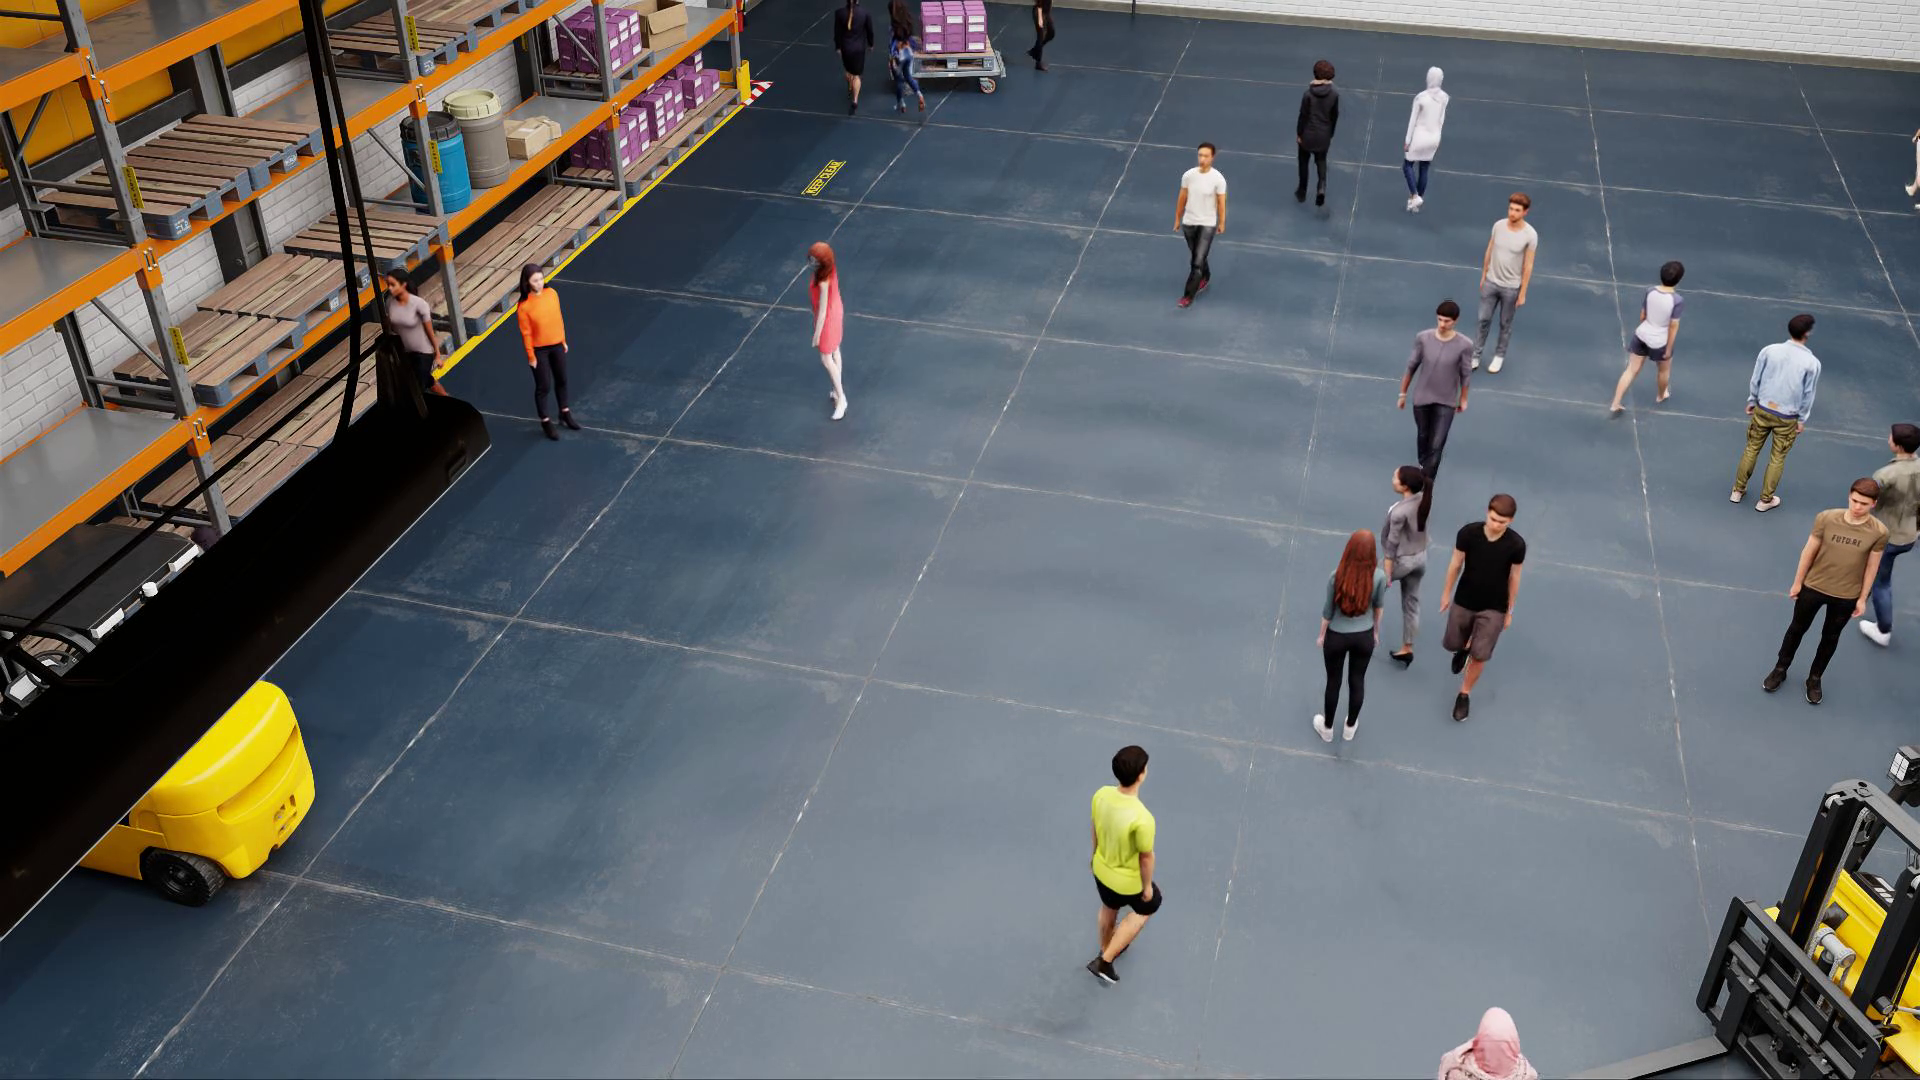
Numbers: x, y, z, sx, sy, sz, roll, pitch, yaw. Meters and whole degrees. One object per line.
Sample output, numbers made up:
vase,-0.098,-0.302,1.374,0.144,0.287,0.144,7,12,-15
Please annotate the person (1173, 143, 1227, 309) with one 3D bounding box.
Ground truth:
person,2.621,-3.430,17.937,0.864,1.762,1.217,18,37,24

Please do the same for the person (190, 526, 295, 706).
person,-5.093,0.646,11.888,0.666,1.669,0.709,7,34,10

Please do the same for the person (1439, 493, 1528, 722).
person,3.812,0.413,12.084,0.817,1.841,1.028,17,37,24

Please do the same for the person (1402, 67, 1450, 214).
person,5.592,-4.737,19.896,0.779,1.770,0.856,-6,34,-9

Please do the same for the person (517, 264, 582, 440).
person,-3.863,-1.772,15.456,0.753,1.746,0.619,23,40,31

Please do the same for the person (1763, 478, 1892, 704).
person,6.379,0.349,12.170,0.720,1.851,0.648,17,37,24

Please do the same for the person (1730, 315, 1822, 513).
person,7.076,-1.107,14.400,0.762,1.809,0.750,28,43,36

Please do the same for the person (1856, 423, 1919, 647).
person,7.151,0.023,12.686,1.029,1.824,1.122,-9,35,-14

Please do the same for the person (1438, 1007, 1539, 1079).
person,2.552,3.036,8.193,0.656,1.780,1.085,10,35,14

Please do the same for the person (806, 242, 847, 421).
person,-1.231,-2.075,15.869,0.816,1.795,0.556,11,35,16

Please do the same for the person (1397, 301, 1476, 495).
person,4.213,-1.280,14.658,0.894,1.810,1.165,18,38,25

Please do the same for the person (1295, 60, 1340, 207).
person,4.326,-4.883,20.121,0.814,1.764,1.023,-2,34,-4

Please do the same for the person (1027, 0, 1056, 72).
person,1.146,-7.773,24.593,0.776,1.626,0.701,18,38,25

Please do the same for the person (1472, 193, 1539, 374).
person,5.429,-2.572,16.522,0.829,1.899,0.890,25,41,33

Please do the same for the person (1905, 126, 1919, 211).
person,11.790,-4.780,20.106,0.700,1.609,1.084,1,34,2

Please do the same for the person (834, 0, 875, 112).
person,-1.478,-6.758,23.065,0.913,1.628,1.130,-2,34,-3

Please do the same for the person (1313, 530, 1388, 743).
person,2.749,0.688,11.760,0.635,1.742,0.598,1,34,1

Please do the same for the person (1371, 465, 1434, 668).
person,3.403,0.239,12.534,1.014,1.633,1.057,-19,38,-26

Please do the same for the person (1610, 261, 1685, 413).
person,6.562,-1.888,15.838,1.114,1.517,0.963,-24,40,-32

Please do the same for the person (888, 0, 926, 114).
person,-0.759,-6.595,22.840,0.975,1.604,0.969,-26,42,-34

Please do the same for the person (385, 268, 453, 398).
person,-5.005,-1.746,15.464,0.646,1.695,1.191,10,35,15

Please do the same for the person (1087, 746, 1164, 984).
person,0.911,1.980,9.859,0.895,1.694,0.825,-26,42,-34
